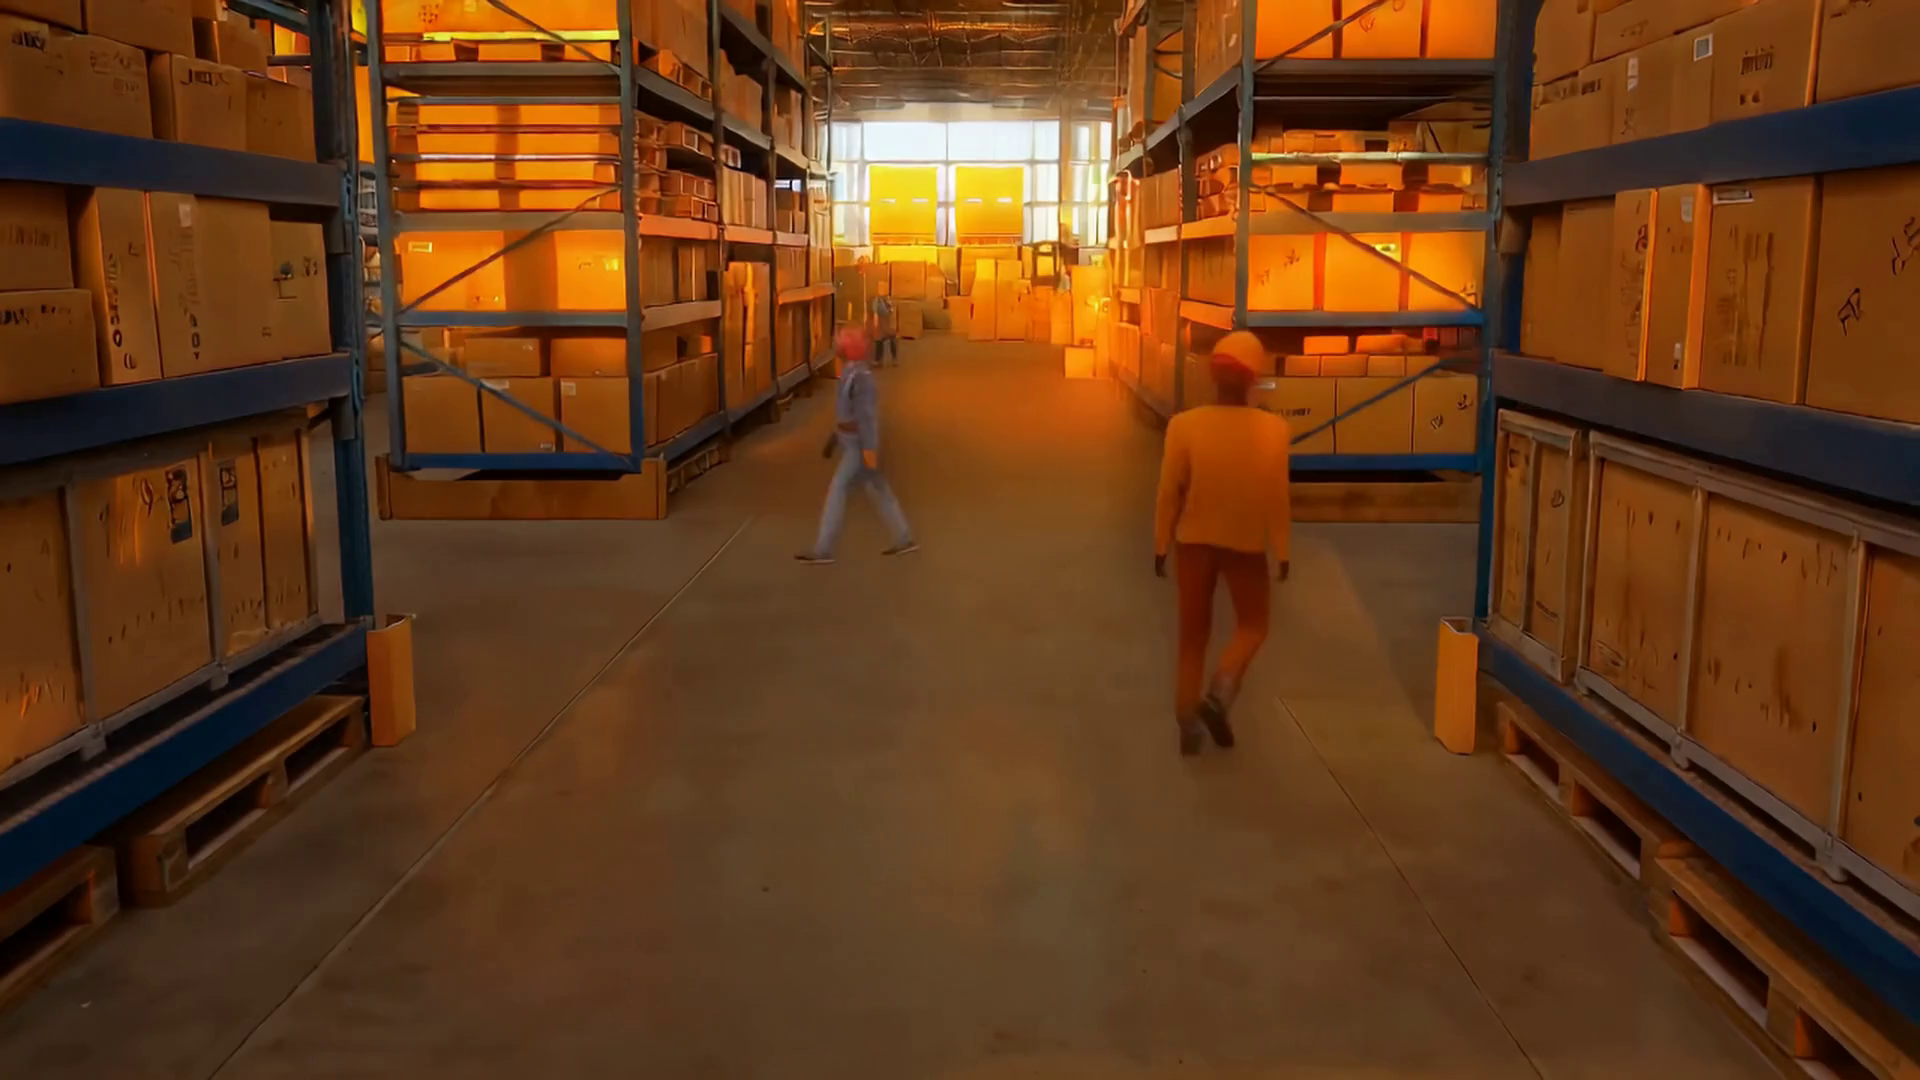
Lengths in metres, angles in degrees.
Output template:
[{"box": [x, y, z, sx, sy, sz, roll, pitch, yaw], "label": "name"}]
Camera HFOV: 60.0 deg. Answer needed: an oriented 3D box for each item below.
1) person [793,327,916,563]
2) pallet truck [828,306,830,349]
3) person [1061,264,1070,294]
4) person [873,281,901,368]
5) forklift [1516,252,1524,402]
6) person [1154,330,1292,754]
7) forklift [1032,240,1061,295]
[{"box": [-0.685, -0.644, 11.269, 0.851, 1.596, 0.517, -1, 10, -9], "label": "person"}, {"box": [-3.100, -3.940, 29.800, 1.885, 1.965, 0.823, 3, 10, 19], "label": "pallet truck"}, {"box": [4.317, -10.431, 68.861, 0.354, 1.939, 0.545, -5, 11, -27], "label": "person"}, {"box": [-1.420, -4.144, 32.007, 0.602, 1.657, 0.347, -8, 13, -40], "label": "person"}, {"box": [7.835, -3.351, 23.634, 1.873, 2.768, 1.129, 6, 11, 30], "label": "forklift"}, {"box": [1.055, 0.026, 6.771, 0.593, 1.743, 0.445, 4, 10, 24], "label": "person"}, {"box": [3.172, -9.648, 61.356, 1.129, 2.768, 1.873, 0, 9, 1], "label": "forklift"}]
